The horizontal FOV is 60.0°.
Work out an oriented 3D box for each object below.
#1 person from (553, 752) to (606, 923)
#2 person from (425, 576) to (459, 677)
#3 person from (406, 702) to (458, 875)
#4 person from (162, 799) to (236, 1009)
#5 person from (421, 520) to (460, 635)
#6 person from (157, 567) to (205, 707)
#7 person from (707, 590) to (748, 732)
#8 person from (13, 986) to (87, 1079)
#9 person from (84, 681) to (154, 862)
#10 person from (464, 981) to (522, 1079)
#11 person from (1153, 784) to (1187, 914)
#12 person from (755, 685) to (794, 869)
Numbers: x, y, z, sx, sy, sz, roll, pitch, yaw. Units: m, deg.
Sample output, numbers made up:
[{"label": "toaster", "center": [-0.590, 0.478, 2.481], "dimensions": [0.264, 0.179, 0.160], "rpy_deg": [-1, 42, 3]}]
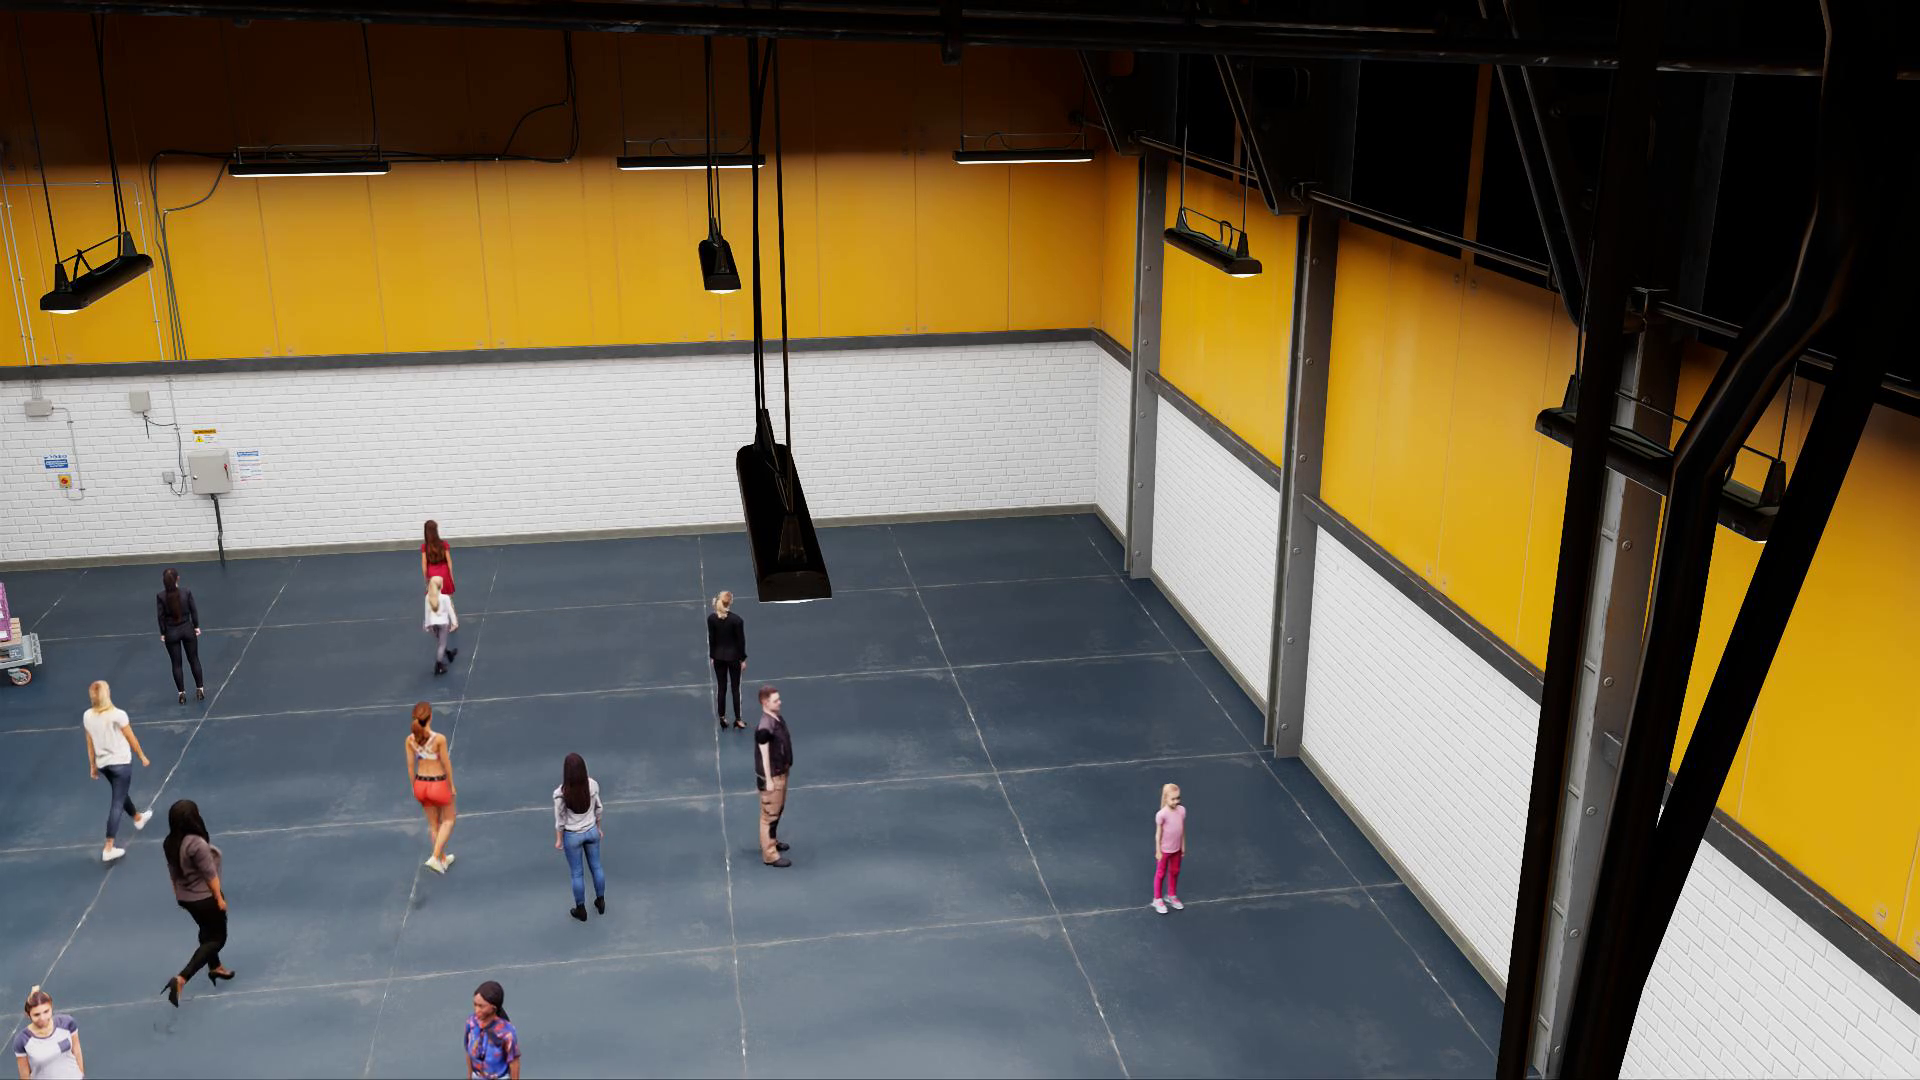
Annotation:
[{"label": "person", "center": [-3.484, 2.717, 15.297], "dimensions": [0.679, 1.631, 0.670], "rpy_deg": [-14, 23, -36]}, {"label": "person", "center": [-6.522, 1.080, 20.743], "dimensions": [0.742, 1.257, 0.923], "rpy_deg": [5, 19, 15]}, {"label": "person", "center": [-5.072, 2.424, 15.927], "dimensions": [0.715, 1.784, 0.873], "rpy_deg": [2, 19, 6]}, {"label": "person", "center": [-6.438, 3.073, 13.945], "dimensions": [1.008, 1.819, 1.106], "rpy_deg": [10, 21, 27]}, {"label": "person", "center": [-6.923, 0.481, 22.063], "dimensions": [0.577, 1.551, 0.637], "rpy_deg": [-6, 20, -18]}, {"label": "person", "center": [-9.320, 1.131, 19.881], "dimensions": [0.639, 1.712, 0.599], "rpy_deg": [-10, 21, -28]}, {"label": "person", "center": [-2.677, 1.389, 19.123], "dimensions": [0.684, 1.706, 0.673], "rpy_deg": [5, 19, 14]}, {"label": "person", "center": [-6.410, 3.898, 11.806], "dimensions": [0.641, 1.620, 0.667], "rpy_deg": [-16, 25, -40]}, {"label": "person", "center": [-8.361, 2.291, 16.358], "dimensions": [0.903, 1.761, 1.256], "rpy_deg": [3, 19, 10]}, {"label": "person", "center": [-3.259, 3.872, 11.694], "dimensions": [0.667, 1.741, 0.682], "rpy_deg": [7, 20, 21]}, {"label": "person", "center": [1.952, 2.844, 15.483], "dimensions": [0.538, 1.272, 0.574], "rpy_deg": [-10, 21, -27]}, {"label": "person", "center": [-1.863, 2.269, 16.289], "dimensions": [0.813, 1.847, 0.664], "rpy_deg": [2, 19, 7]}]
